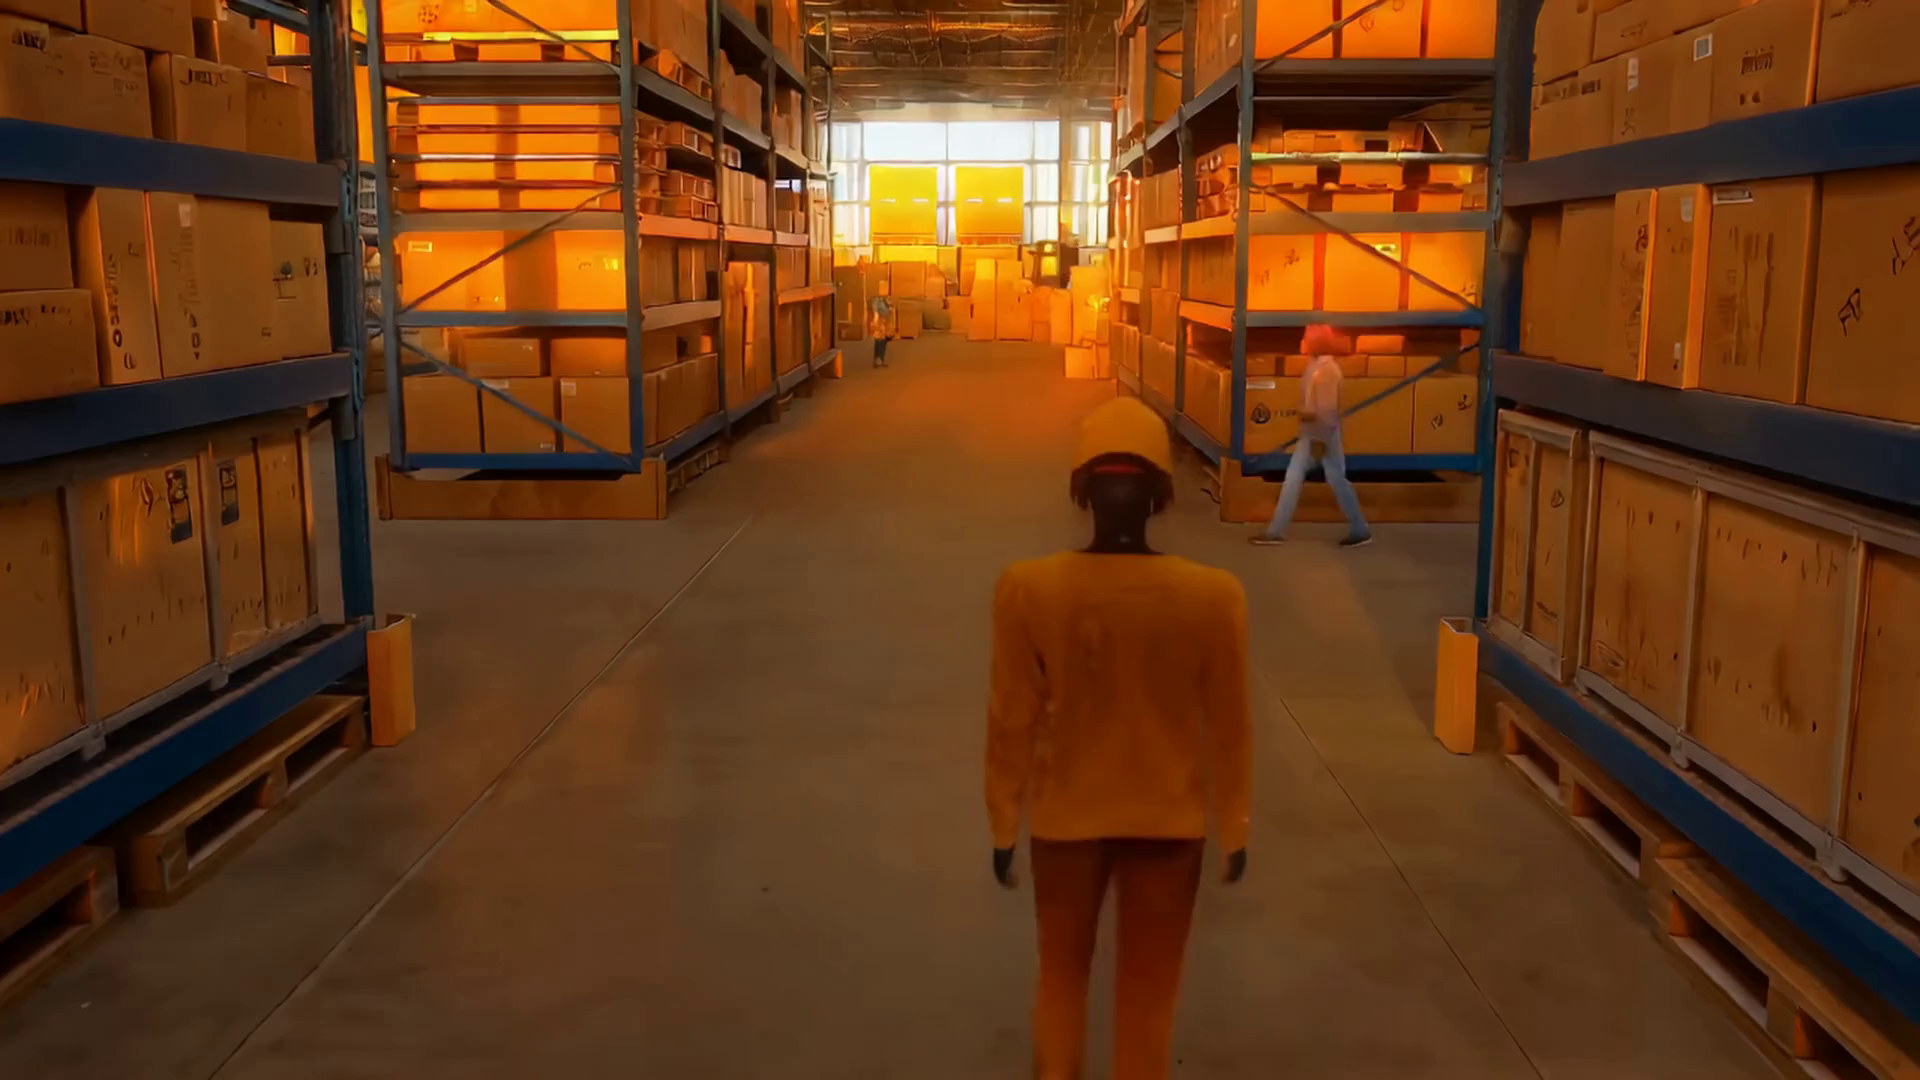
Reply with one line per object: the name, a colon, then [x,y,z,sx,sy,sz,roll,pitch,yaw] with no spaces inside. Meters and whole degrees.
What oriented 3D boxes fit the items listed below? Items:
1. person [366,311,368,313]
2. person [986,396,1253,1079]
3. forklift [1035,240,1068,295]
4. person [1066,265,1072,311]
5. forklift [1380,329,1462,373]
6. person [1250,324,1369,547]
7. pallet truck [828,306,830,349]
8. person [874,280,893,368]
person: [-24.175,-10.127,66.870,0.608,1.995,0.377,4,10,22]
person: [0.331,0.582,3.440,0.538,1.751,0.366,2,10,14]
forklift: [3.222,-9.565,60.854,1.129,2.768,1.873,-2,10,-14]
person: [4.533,-10.393,68.733,0.413,1.911,0.572,3,10,16]
forklift: [6.702,-3.646,25.399,1.129,2.768,1.873,-4,10,-24]
person: [2.540,-0.729,11.774,0.847,1.595,0.529,-1,10,-8]
pallet truck: [-3.100,-3.940,29.800,1.885,1.965,0.823,3,10,19]
person: [-1.471,-4.154,31.971,0.317,1.698,0.540,4,10,24]
